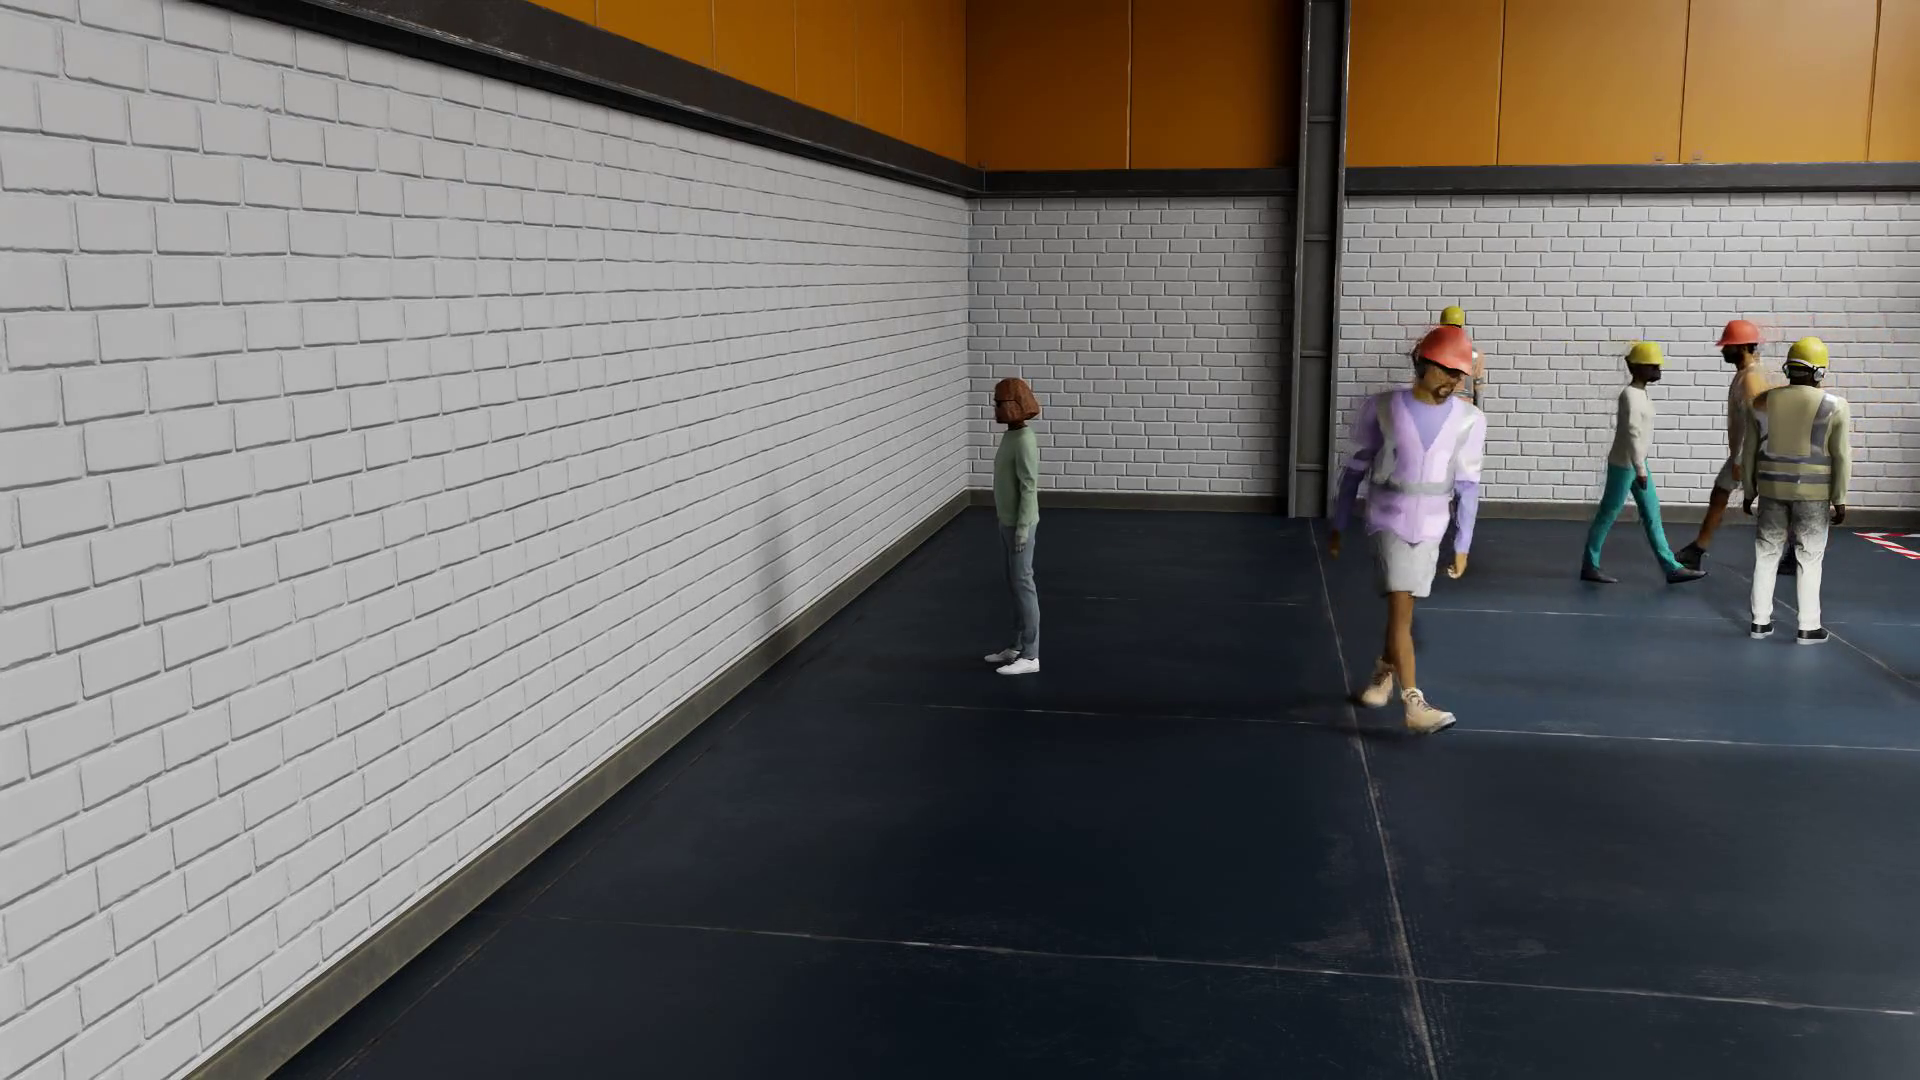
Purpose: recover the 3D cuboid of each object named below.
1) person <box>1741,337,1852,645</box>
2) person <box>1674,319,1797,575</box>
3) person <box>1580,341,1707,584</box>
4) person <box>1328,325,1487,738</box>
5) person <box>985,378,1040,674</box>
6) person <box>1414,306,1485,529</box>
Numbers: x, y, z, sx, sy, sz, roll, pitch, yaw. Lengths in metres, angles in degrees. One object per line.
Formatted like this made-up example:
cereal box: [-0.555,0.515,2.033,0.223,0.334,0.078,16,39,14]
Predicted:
person: [5.003,-0.295,9.957,0.602,1.830,0.404,9,12,43]
person: [5.768,-0.668,12.160,1.047,1.874,0.553,2,9,14]
person: [4.817,-0.520,11.672,0.886,1.720,0.542,6,11,34]
person: [2.175,-0.059,8.090,0.680,1.960,1.037,0,9,-1]
person: [0.299,-0.076,9.215,0.265,1.632,0.508,-2,9,-10]
person: [4.204,-1.049,14.342,0.585,1.927,0.366,2,9,13]
